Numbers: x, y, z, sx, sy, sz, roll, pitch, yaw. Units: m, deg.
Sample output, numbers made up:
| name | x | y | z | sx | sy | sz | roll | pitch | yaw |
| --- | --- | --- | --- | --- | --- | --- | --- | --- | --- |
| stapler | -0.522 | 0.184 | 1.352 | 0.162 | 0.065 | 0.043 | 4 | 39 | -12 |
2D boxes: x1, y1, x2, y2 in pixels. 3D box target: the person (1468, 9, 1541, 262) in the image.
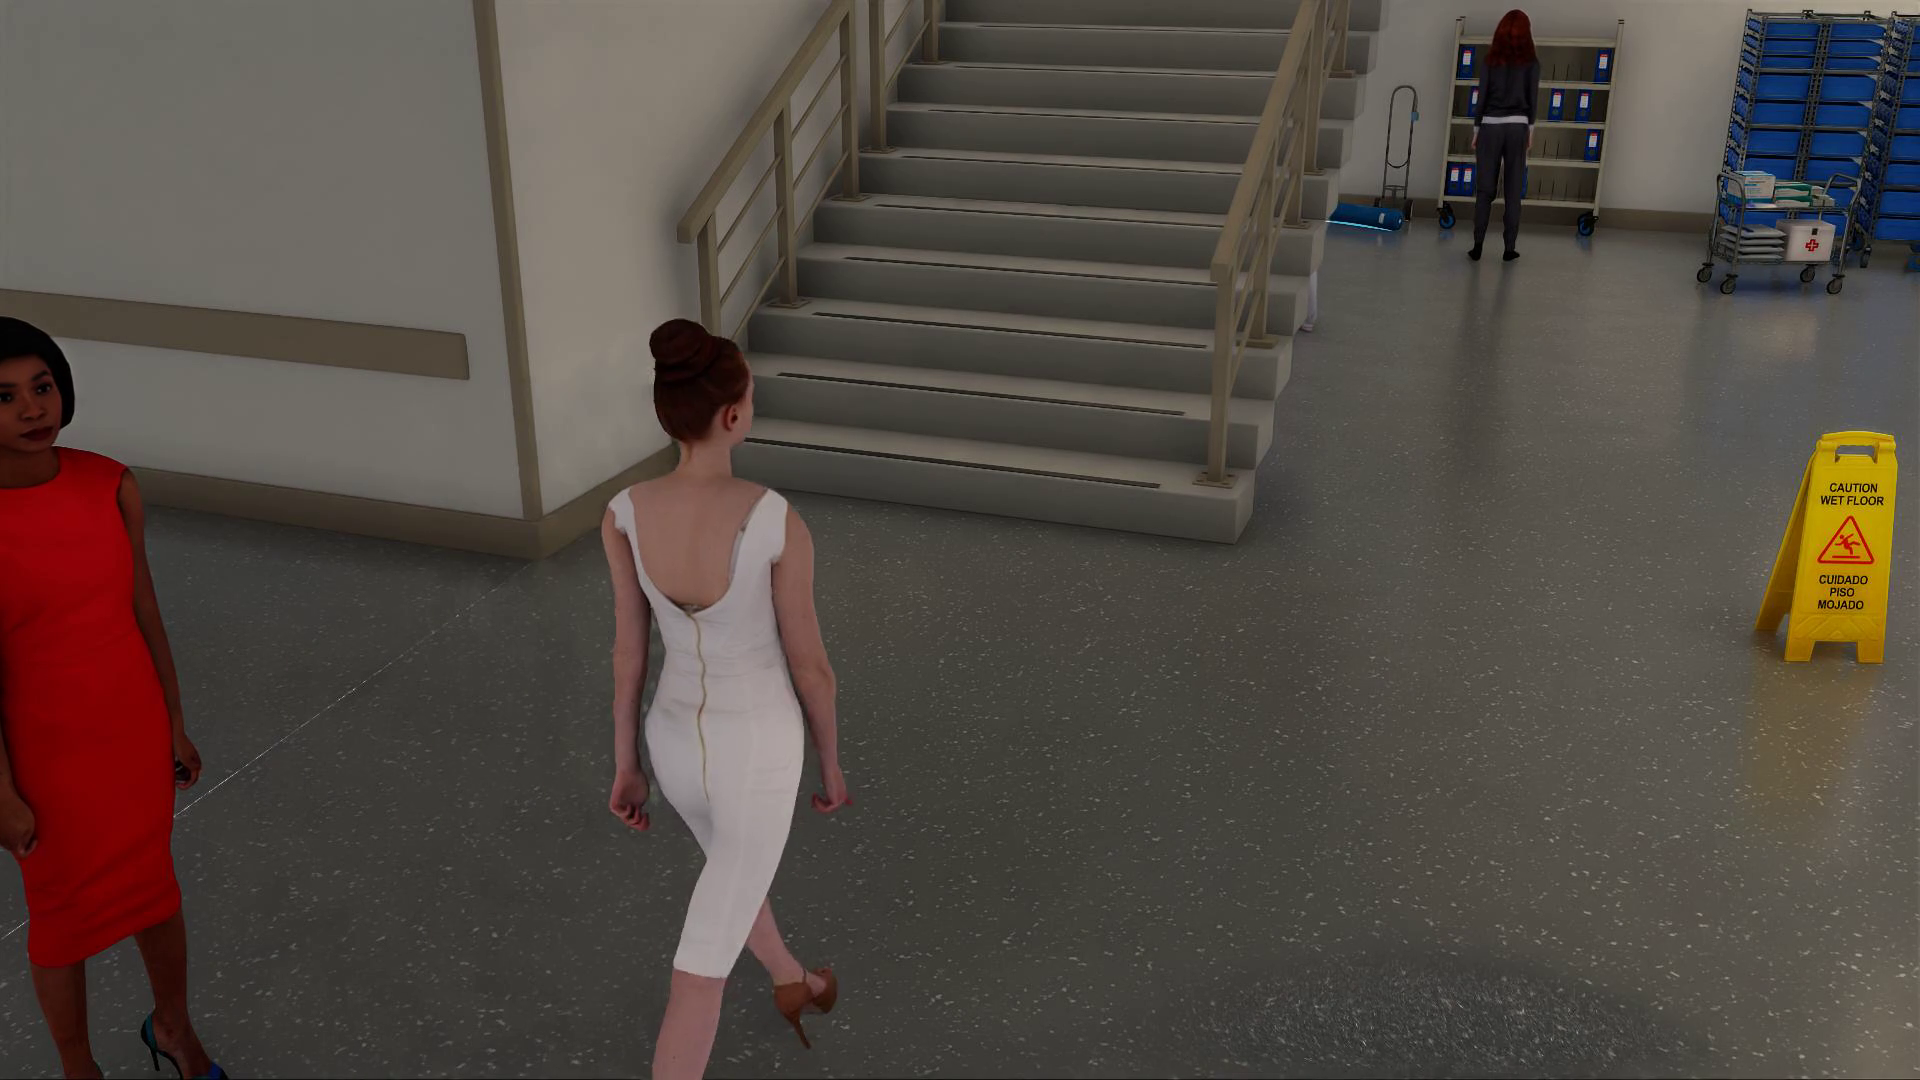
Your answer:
| name | x | y | z | sx | sy | sz | roll | pitch | yaw |
| --- | --- | --- | --- | --- | --- | --- | --- | --- | --- |
| person | 3.951 | -2.933 | 12.103 | 0.578 | 1.779 | 0.493 | 7 | 22 | 18 |

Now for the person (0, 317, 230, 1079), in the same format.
| name | x | y | z | sx | sy | sz | roll | pitch | yaw |
| --- | --- | --- | --- | --- | --- | --- | --- | --- | --- |
| person | -1.753 | 0.416 | 3.311 | 0.671 | 1.744 | 0.510 | 13 | 25 | 32 |

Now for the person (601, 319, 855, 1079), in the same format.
| name | x | y | z | sx | sy | sz | roll | pitch | yaw |
| --- | --- | --- | --- | --- | --- | --- | --- | --- | --- |
| person | -0.485 | 0.520 | 3.057 | 0.619 | 1.730 | 1.129 | 9 | 23 | 22 |
